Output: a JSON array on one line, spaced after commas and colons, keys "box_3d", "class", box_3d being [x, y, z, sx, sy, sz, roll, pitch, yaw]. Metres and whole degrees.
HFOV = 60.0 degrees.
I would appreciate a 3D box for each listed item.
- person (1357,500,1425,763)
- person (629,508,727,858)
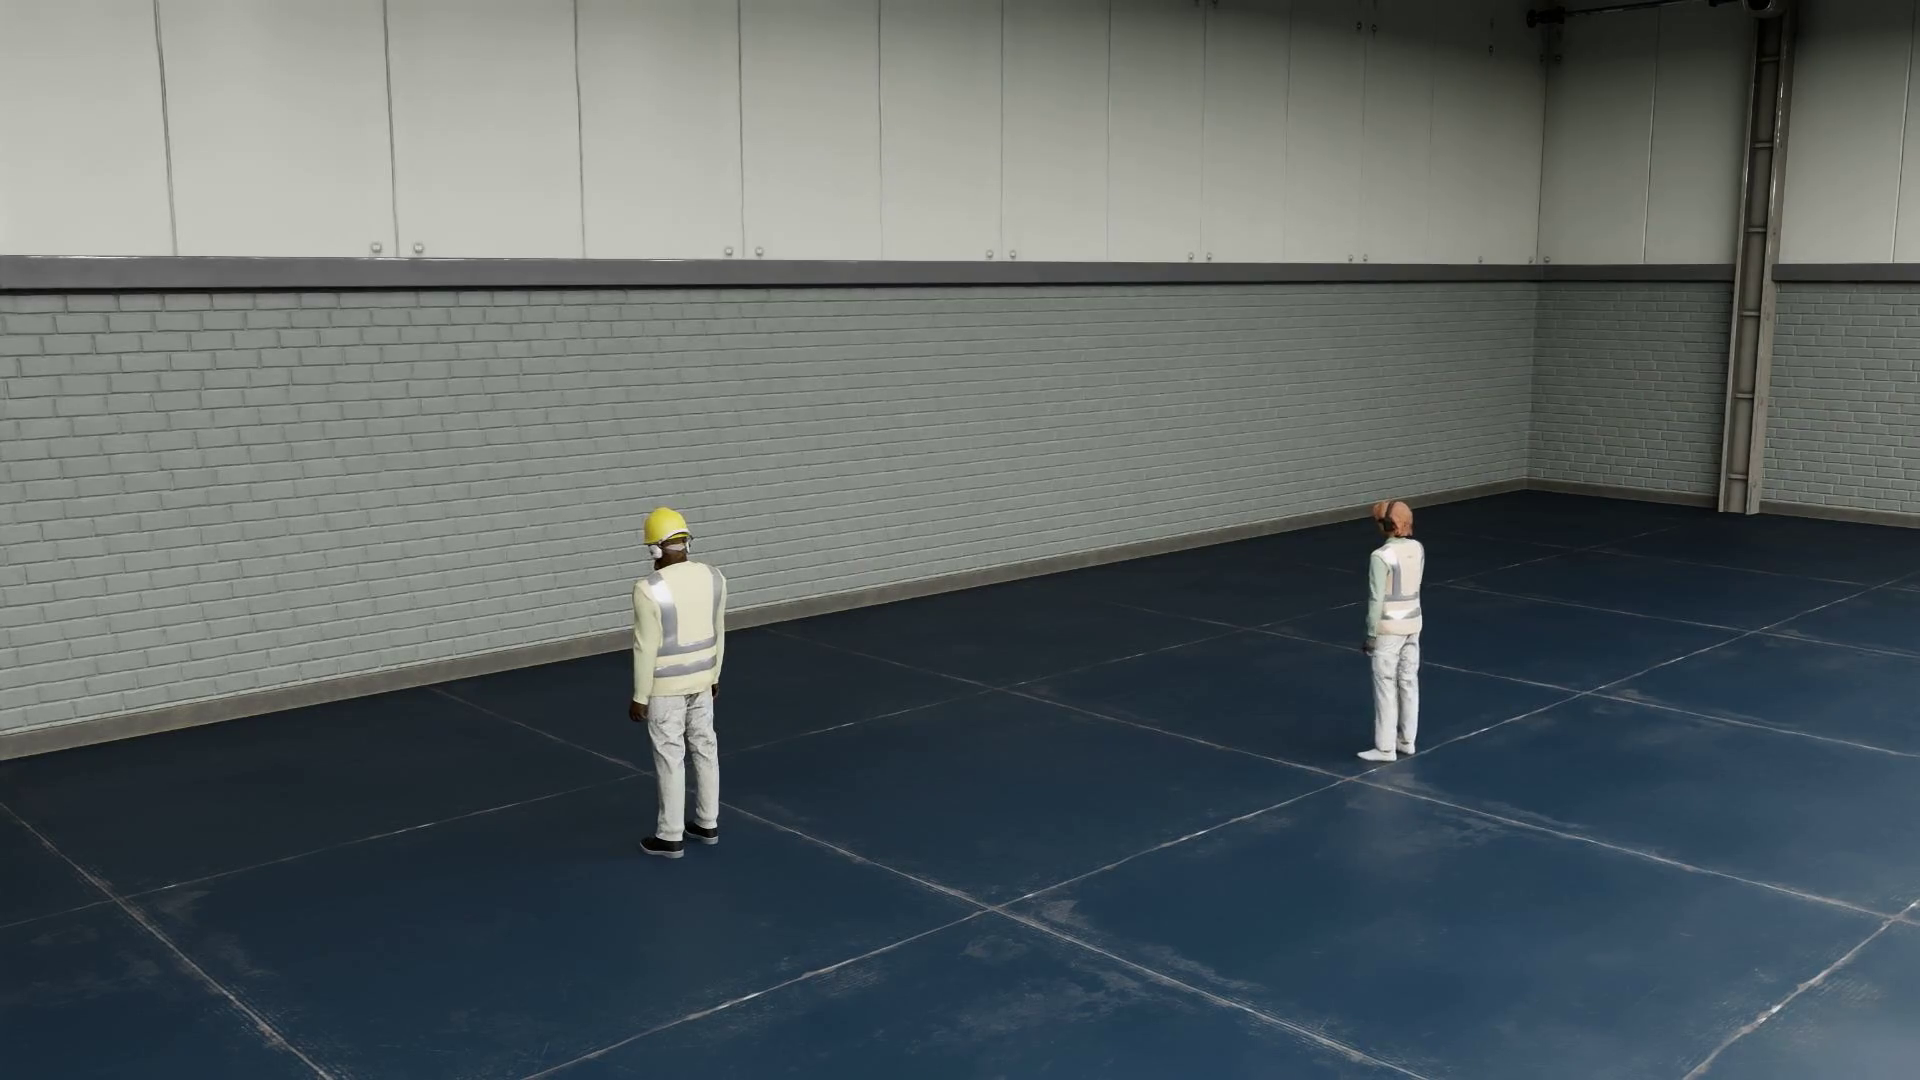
[{"box_3d": [2.693, 0.563, 10.321, 0.516, 1.639, 0.314, -8, 12, -41], "class": "person"}, {"box_3d": [-1.484, 0.738, 8.667, 0.403, 1.822, 0.588, 8, 12, 39], "class": "person"}]
